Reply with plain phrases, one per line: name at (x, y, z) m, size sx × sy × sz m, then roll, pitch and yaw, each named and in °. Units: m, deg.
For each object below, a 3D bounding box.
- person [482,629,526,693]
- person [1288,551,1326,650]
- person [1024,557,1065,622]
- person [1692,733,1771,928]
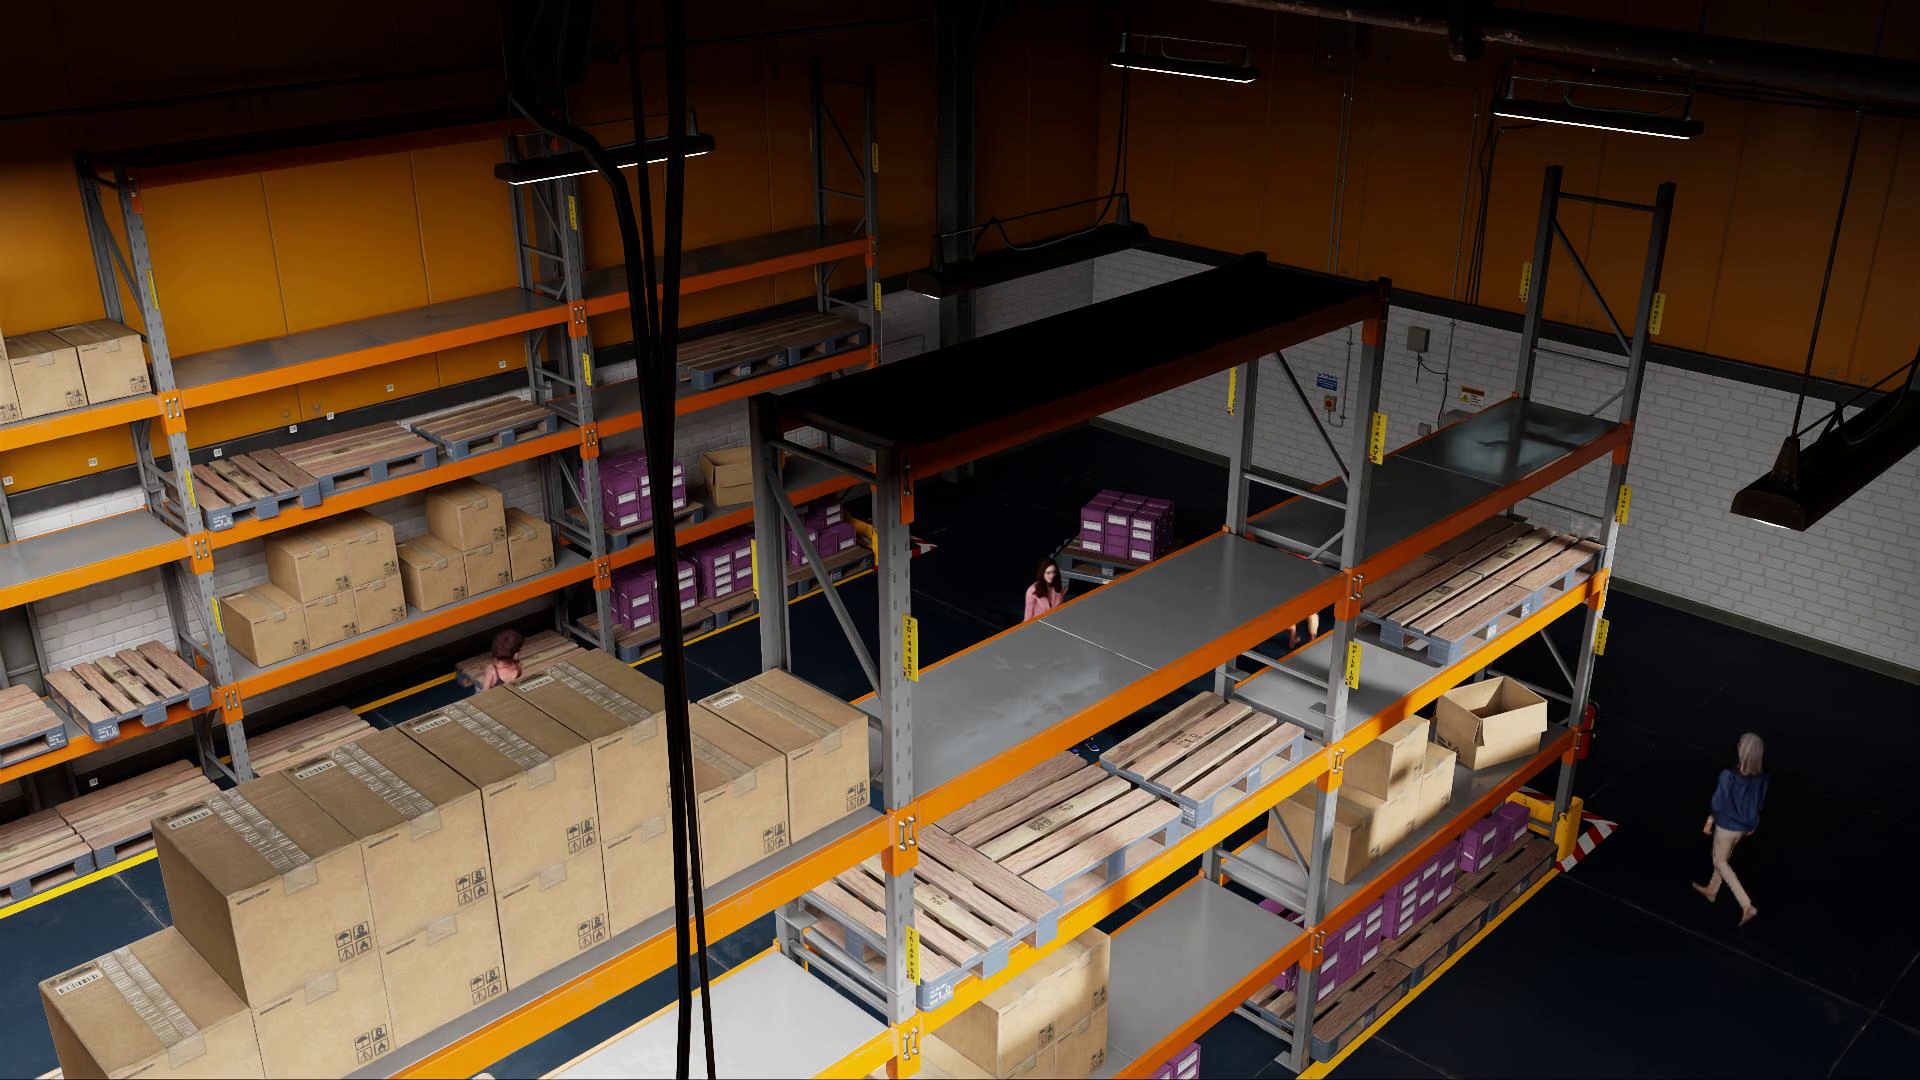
person at (-4.284, 1.658, 15.383) m, size 0.489 × 1.759 × 0.823 m, roll -15°, pitch 28°, yaw -31°
person at (3.763, 0.434, 18.241) m, size 0.664 × 1.713 × 0.628 m, roll 15°, pitch 28°, yaw 31°
person at (0.852, 0.990, 16.865) m, size 0.580 × 1.798 × 0.727 m, roll -11°, pitch 26°, yaw -23°
person at (6.463, 2.412, 13.765) m, size 1.046 × 1.674 × 0.953 m, roll -8°, pitch 25°, yaw -17°
